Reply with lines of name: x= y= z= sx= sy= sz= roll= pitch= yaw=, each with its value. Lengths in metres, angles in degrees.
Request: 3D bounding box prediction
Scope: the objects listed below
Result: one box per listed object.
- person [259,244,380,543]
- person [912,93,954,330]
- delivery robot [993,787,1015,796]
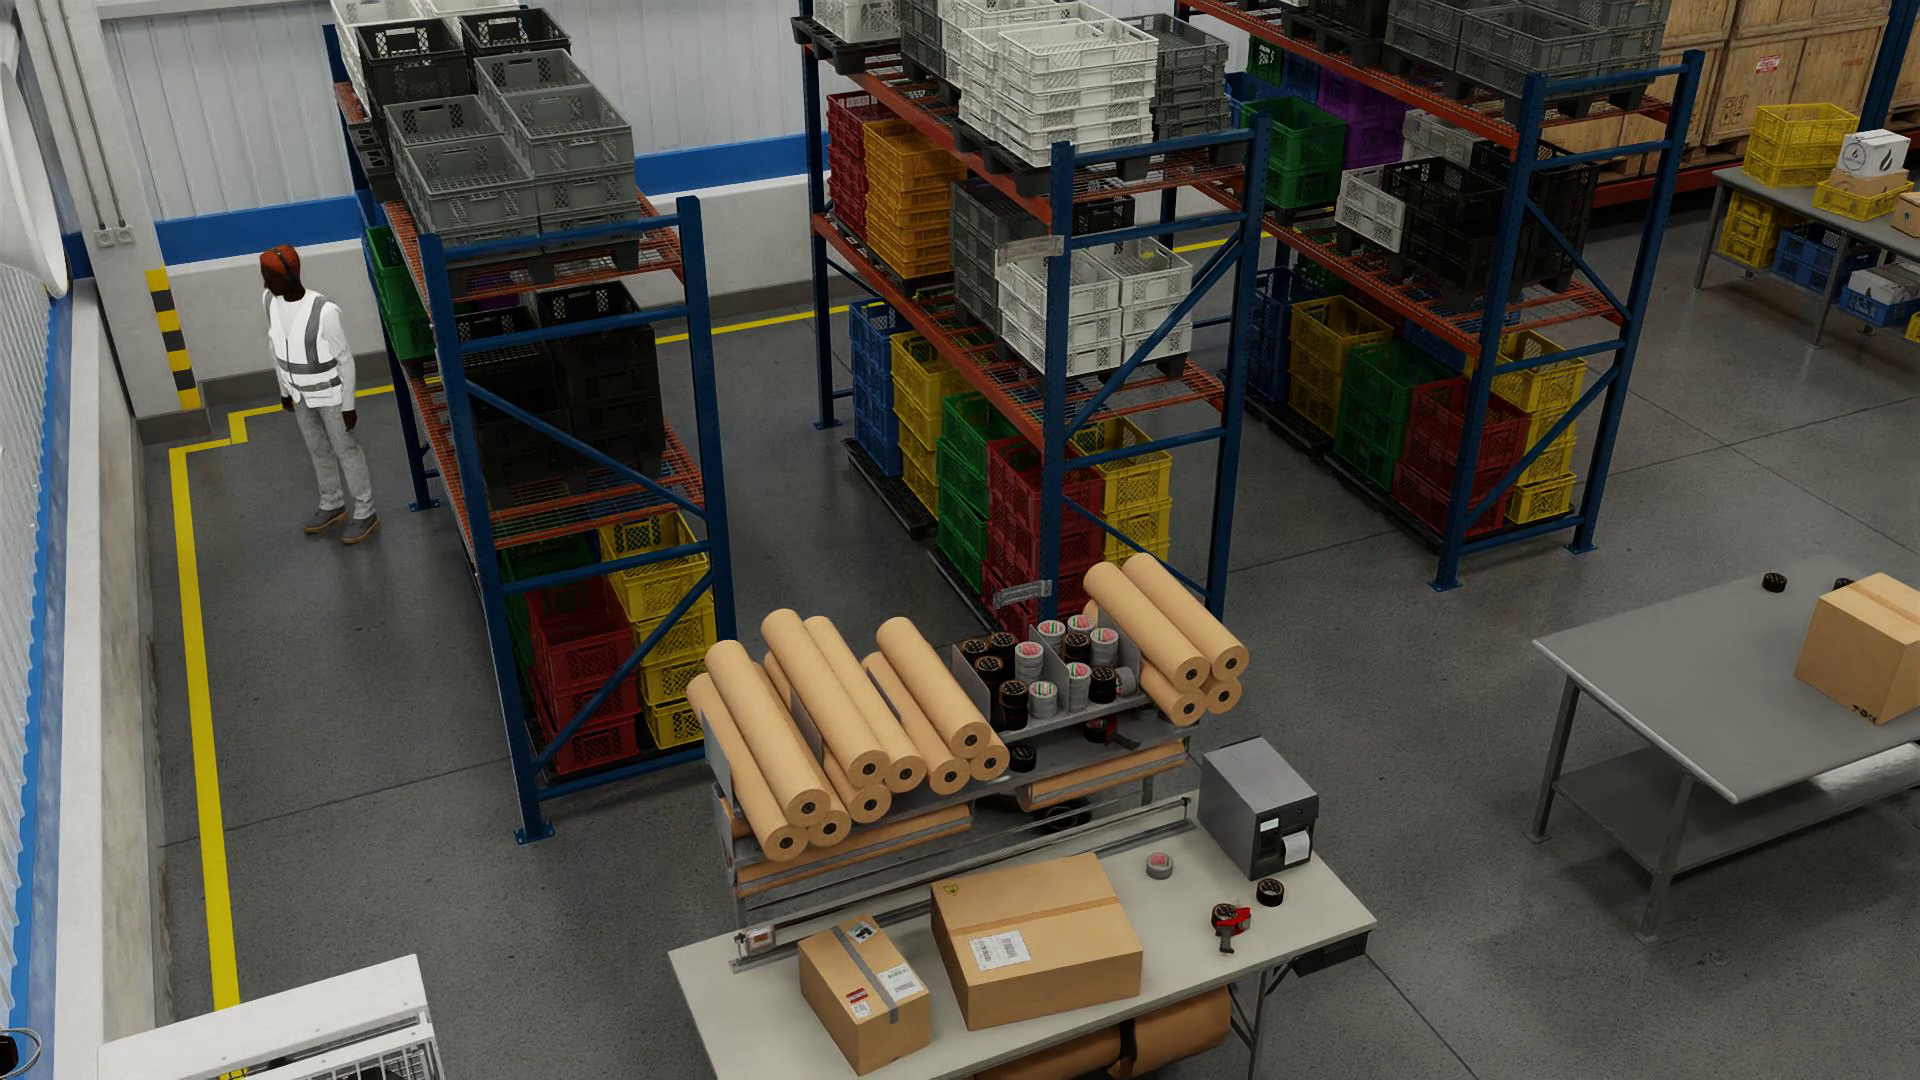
person: x=-3.793 y=-0.861 z=9.813 sx=0.578 sy=1.885 sz=0.346 roll=15 pitch=35 yaw=23
person: x=-0.073 y=-2.423 z=12.324 sx=0.783 sy=1.920 sz=0.649 roll=-3 pitch=32 yaw=-5
delivery robot: x=0.276 y=1.011 z=7.947 sx=0.707 sy=0.478 sz=0.477 roll=4 pitch=32 yaw=6
